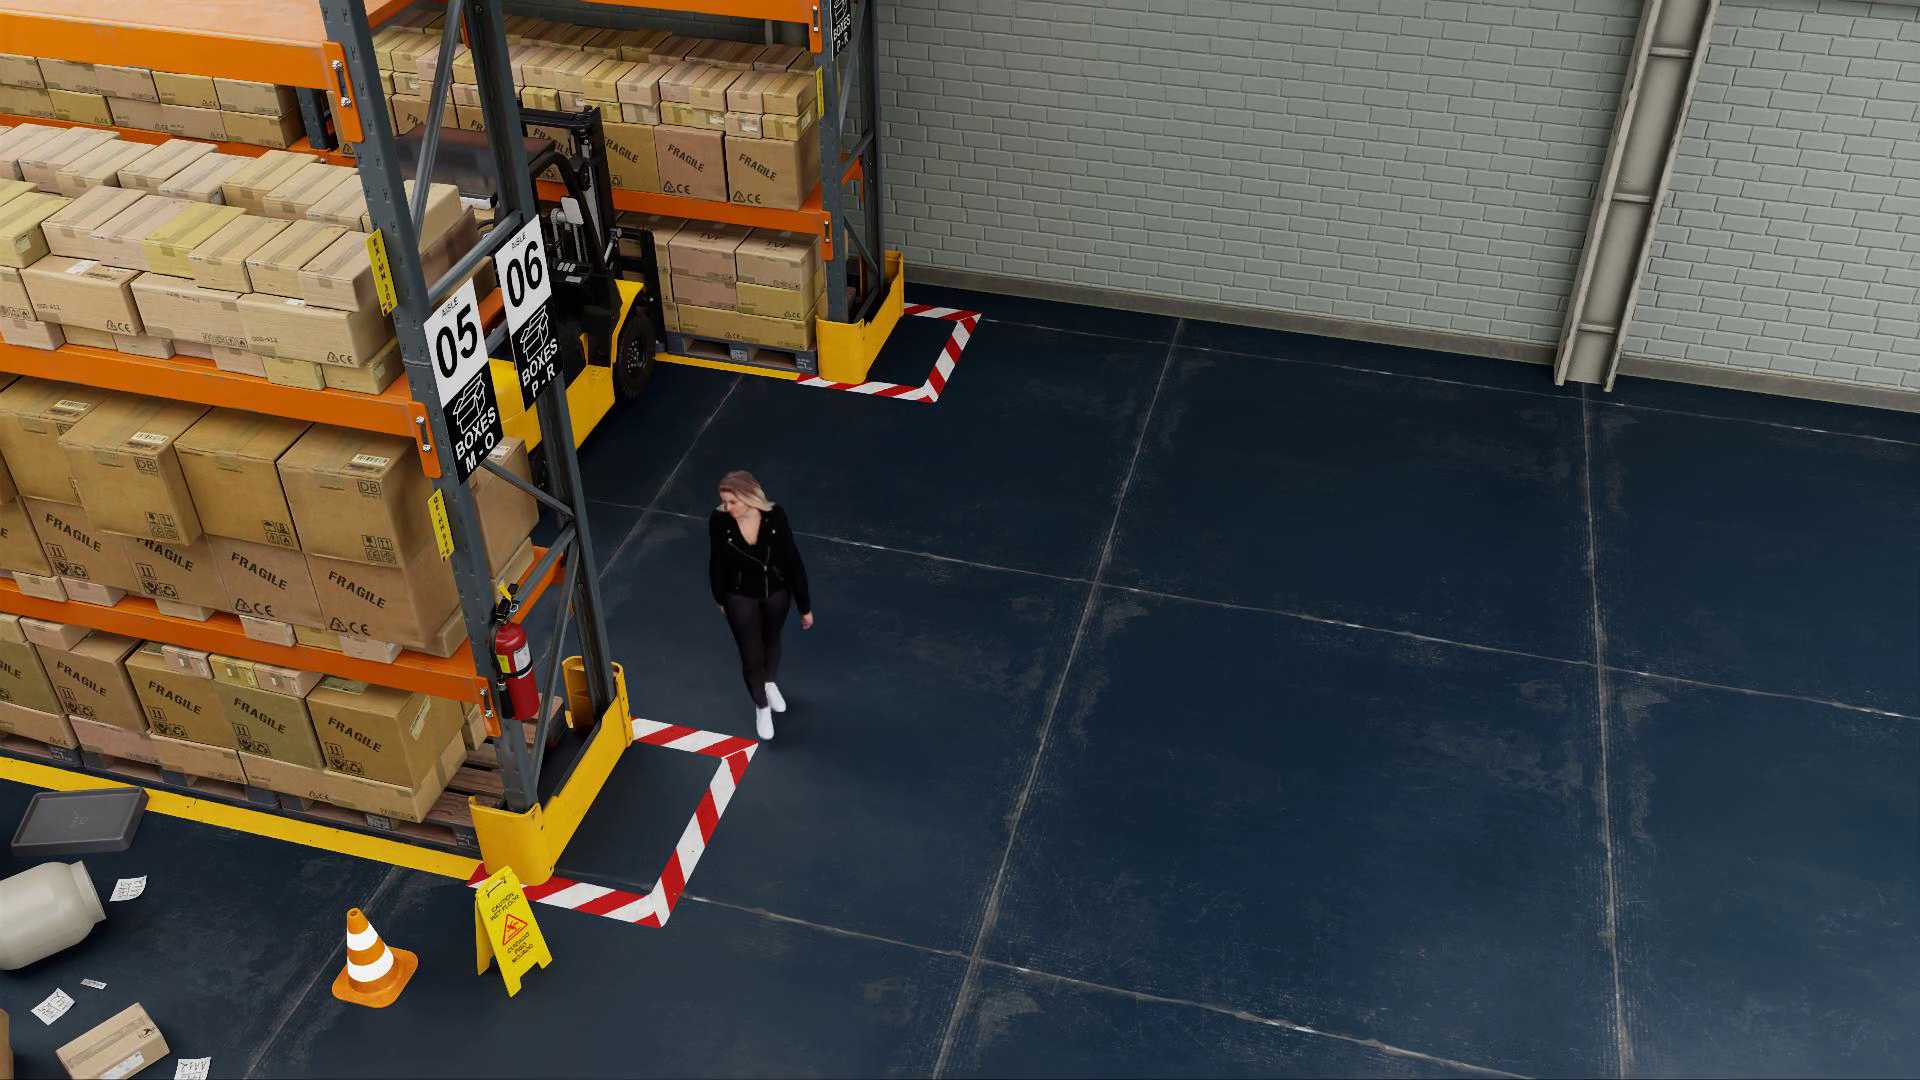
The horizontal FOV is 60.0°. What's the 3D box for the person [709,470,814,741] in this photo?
[{"bbox_3d":[-1.113,0.247,8.981,0.805,1.668,0.867,-14,39,-17],"label":"person"}]
